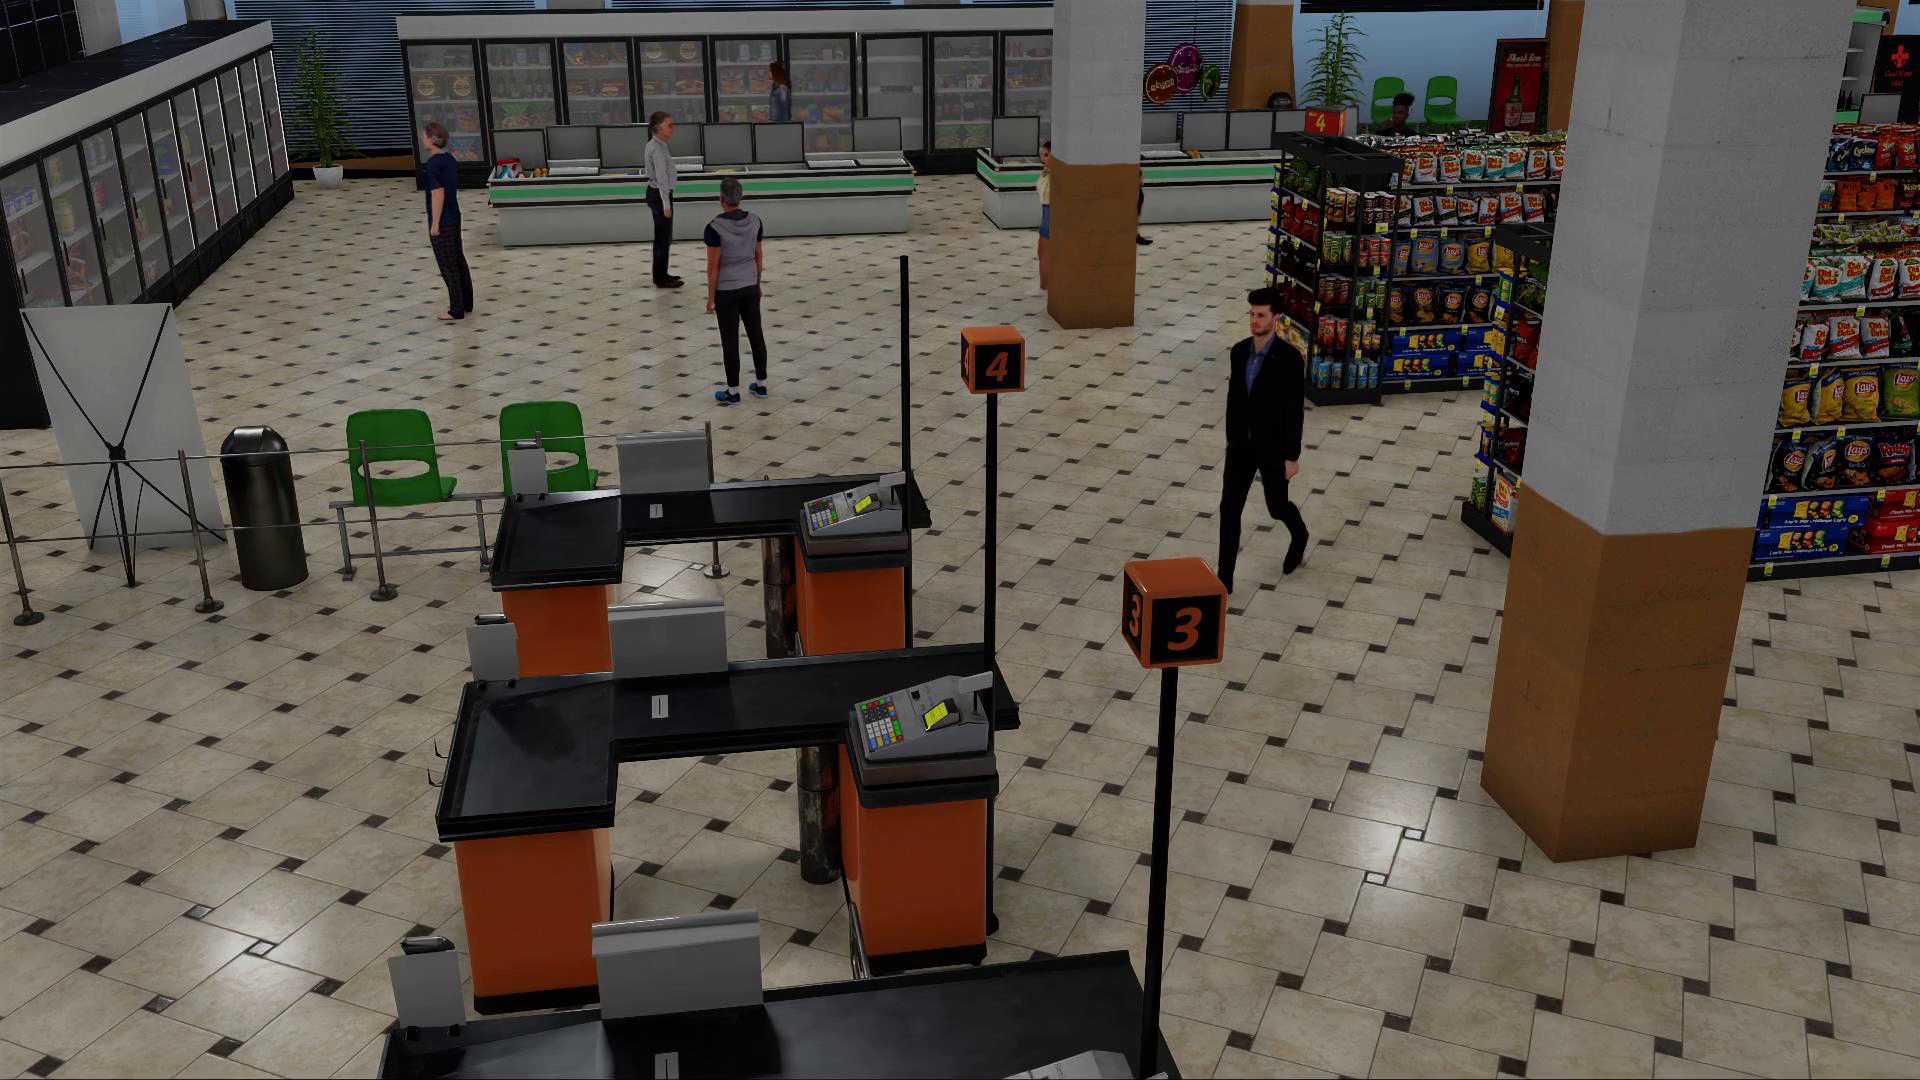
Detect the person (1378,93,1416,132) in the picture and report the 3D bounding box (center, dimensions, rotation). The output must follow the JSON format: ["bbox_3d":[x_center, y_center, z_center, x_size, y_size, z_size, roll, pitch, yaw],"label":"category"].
[{"bbox_3d":[4.648,-3.899,18.138,0.926,1.864,0.800,-12,25,-27],"label":"person"}]

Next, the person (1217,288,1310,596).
[{"bbox_3d":[1.832,-0.565,9.852,1.147,1.856,1.290,19,29,39],"label":"person"}]

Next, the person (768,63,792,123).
[{"bbox_3d":[-2.337,-5.632,22.713,1.021,1.669,0.657,-5,22,-12],"label":"person"}]

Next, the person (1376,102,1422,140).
[{"bbox_3d":[4.642,-3.758,17.822,0.756,1.838,0.845,10,24,24],"label":"person"}]

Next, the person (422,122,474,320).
[{"bbox_3d":[-4.991,-3.094,16.126,0.635,1.871,0.717,2,22,5],"label":"person"}]

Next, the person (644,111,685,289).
[{"bbox_3d":[-3.120,-3.551,17.337,0.584,1.816,0.668,-6,23,-15],"label":"person"}]

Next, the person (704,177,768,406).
[{"bbox_3d":[-1.805,-2.024,13.519,0.692,1.829,0.831,-17,27,-36],"label":"person"}]
